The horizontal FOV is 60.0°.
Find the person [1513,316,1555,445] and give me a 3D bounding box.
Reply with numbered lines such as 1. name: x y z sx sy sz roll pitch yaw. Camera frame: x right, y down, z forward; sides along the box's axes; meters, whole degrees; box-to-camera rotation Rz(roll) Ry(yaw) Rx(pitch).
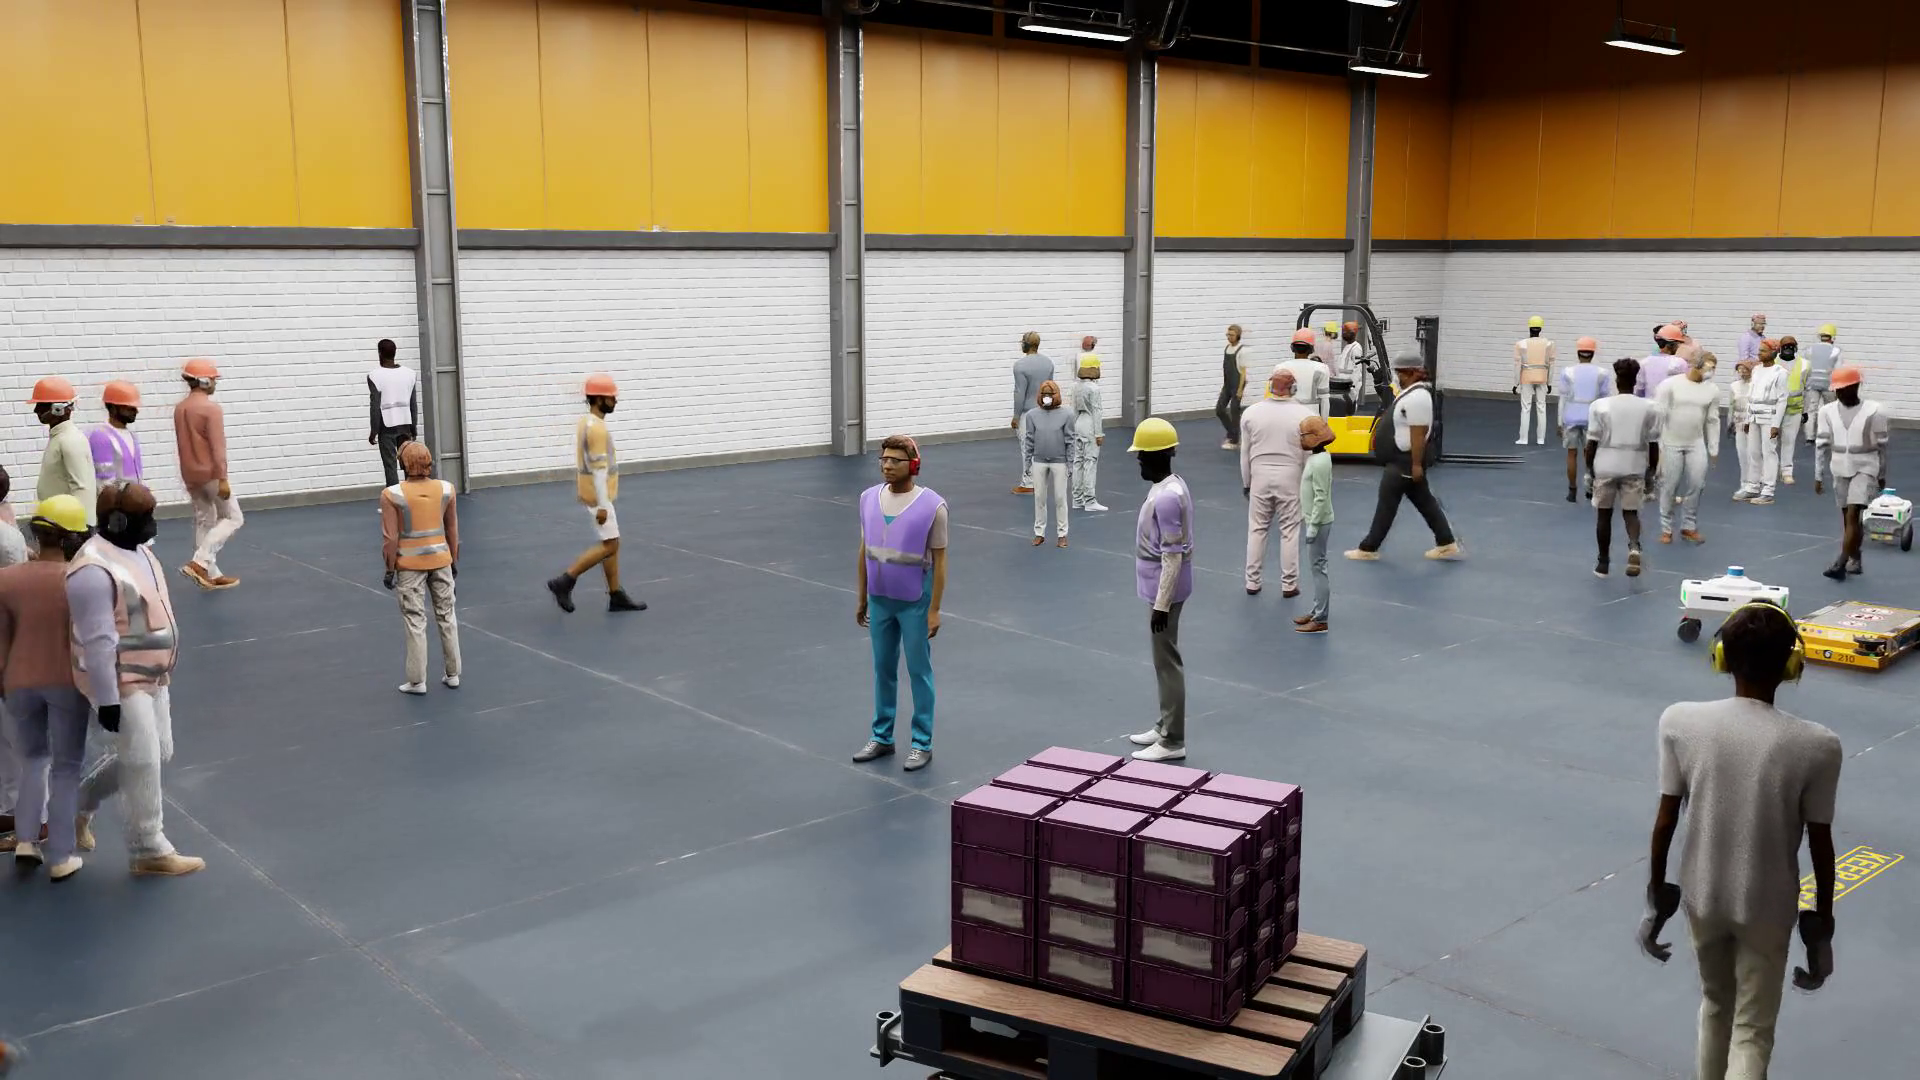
1. person: 8.532 -2.367 24.770 0.585 1.929 0.375 1 10 4

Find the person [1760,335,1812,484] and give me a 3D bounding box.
1. person: 10.168 -1.604 20.562 0.634 1.841 0.429 2 10 13

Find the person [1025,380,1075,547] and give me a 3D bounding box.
1. person: 0.869 -0.736 16.116 0.502 1.626 0.282 3 10 17

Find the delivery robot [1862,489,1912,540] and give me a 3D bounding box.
1. delivery robot: 9.015 -0.257 16.160 0.477 0.478 0.707 7 12 36

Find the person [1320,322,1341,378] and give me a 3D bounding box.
1. person: 6.051 -2.692 27.199 0.589 1.744 0.542 2 10 14

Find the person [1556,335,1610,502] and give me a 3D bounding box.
1. person: 7.111 -1.376 19.017 0.542 1.921 0.516 2 10 11

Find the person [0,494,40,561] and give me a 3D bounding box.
1. person: -8.877 -0.657 14.976 0.650 1.861 0.988 9 13 43

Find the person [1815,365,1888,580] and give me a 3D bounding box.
1. person: 7.751 -0.590 14.530 0.944 1.867 0.545 -8 13 -40

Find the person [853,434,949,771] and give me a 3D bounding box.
1. person: -0.320 0.339 9.179 0.565 1.843 0.390 6 11 31

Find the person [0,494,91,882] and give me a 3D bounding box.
1. person: -4.117 0.667 7.580 0.548 1.730 0.501 -2 10 -11

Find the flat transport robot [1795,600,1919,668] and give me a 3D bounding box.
1. flat transport robot: 6.457 0.657 11.915 0.652 0.197 1.431 9 13 44

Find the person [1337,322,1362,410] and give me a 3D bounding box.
1. person: 5.565 -2.181 23.818 0.355 1.883 0.576 0 10 -2

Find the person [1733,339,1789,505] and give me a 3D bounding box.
1. person: 9.141 -1.347 18.933 0.356 1.884 0.574 -2 10 -11

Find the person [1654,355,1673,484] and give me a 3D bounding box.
1. person: 8.706 -1.508 20.605 0.277 1.633 0.507 -4 10 -22

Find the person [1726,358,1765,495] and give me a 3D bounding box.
1. person: 9.279 -1.324 19.539 0.444 1.618 0.549 -5 11 -26

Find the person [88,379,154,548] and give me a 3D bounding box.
1. person: -6.284 -0.237 12.354 0.632 1.913 0.549 0 10 2

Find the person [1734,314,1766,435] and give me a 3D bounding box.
1. person: 12.447 -2.577 26.078 0.642 1.905 0.399 -7 12 -37

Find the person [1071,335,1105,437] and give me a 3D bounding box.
1. person: 1.912 -2.359 25.670 0.518 1.606 0.815 8 13 39

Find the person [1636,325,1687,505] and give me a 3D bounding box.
1. person: 7.992 -1.422 18.920 0.394 2.038 0.605 -7 12 -34

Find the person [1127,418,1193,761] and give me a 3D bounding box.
1. person: 1.111 0.277 9.300 0.376 1.922 0.594 1 10 6

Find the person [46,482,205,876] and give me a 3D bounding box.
1. person: -3.833 0.636 7.520 0.644 1.819 0.625 -1 10 -5

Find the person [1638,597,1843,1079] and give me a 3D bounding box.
1. person: 2.252 1.083 4.843 0.518 1.844 0.872 8 13 40

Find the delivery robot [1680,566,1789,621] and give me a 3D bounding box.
1. delivery robot: 5.631 0.436 12.105 0.707 0.478 0.477 5 11 26

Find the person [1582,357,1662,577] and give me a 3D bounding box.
1. person: 5.735 -0.605 14.413 0.618 1.951 0.571 2 10 10

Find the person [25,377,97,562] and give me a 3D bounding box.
1. person: -6.144 -0.126 11.455 0.381 1.994 0.622 -7 12 -36

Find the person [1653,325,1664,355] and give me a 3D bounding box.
1. person: 11.835 -2.764 27.870 0.669 1.670 0.322 -6 11 -31

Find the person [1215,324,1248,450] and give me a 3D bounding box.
1. person: 3.957 -2.217 24.157 0.388 1.835 0.550 -5 11 -27

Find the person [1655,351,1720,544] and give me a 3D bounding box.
1. person: 7.081 -0.895 16.301 0.671 1.912 0.376 0 10 0

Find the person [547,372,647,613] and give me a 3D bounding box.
1. person: -2.849 -0.351 12.999 0.716 1.920 0.563 -3 10 -18

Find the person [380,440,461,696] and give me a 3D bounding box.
1. person: -3.461 0.180 10.700 0.514 1.640 0.315 -9 13 -42

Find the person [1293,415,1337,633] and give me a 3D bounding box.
1. person: 2.660 -0.119 12.469 0.278 1.633 0.498 2 10 12

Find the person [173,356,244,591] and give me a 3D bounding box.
1. person: -6.316 -0.540 13.918 0.648 1.980 0.459 7 12 34

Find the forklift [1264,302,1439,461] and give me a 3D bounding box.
1. forklift: 5.320 -2.157 22.763 2.313 2.155 1.214 3 10 16

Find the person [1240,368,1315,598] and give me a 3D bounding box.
1. person: 2.630 -0.470 13.756 0.640 1.901 0.404 4 10 21

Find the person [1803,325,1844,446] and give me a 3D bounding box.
1. person: 12.909 -2.310 24.842 0.604 1.785 0.889 9 13 42

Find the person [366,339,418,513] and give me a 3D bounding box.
1. person: -6.187 -1.238 18.198 0.371 1.915 0.597 7 12 35

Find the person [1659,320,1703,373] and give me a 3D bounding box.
1. person: 10.334 -2.223 24.015 0.402 1.898 0.652 -9 13 -42

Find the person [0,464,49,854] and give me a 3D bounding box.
1. person: -4.579 0.542 7.897 0.513 1.876 0.328 8 13 40

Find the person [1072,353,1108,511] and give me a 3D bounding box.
1. person: 1.437 -1.196 18.456 0.297 1.744 0.487 -5 11 -28

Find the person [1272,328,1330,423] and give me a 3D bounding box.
1. person: 3.694 -1.278 18.057 0.614 2.042 0.373 2 10 13

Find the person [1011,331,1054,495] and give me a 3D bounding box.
1. person: 0.839 -1.496 19.641 0.372 1.940 0.632 9 13 43

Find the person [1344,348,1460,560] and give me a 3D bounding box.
1. person: 4.149 -0.811 15.331 1.034 2.000 0.690 3 10 16
